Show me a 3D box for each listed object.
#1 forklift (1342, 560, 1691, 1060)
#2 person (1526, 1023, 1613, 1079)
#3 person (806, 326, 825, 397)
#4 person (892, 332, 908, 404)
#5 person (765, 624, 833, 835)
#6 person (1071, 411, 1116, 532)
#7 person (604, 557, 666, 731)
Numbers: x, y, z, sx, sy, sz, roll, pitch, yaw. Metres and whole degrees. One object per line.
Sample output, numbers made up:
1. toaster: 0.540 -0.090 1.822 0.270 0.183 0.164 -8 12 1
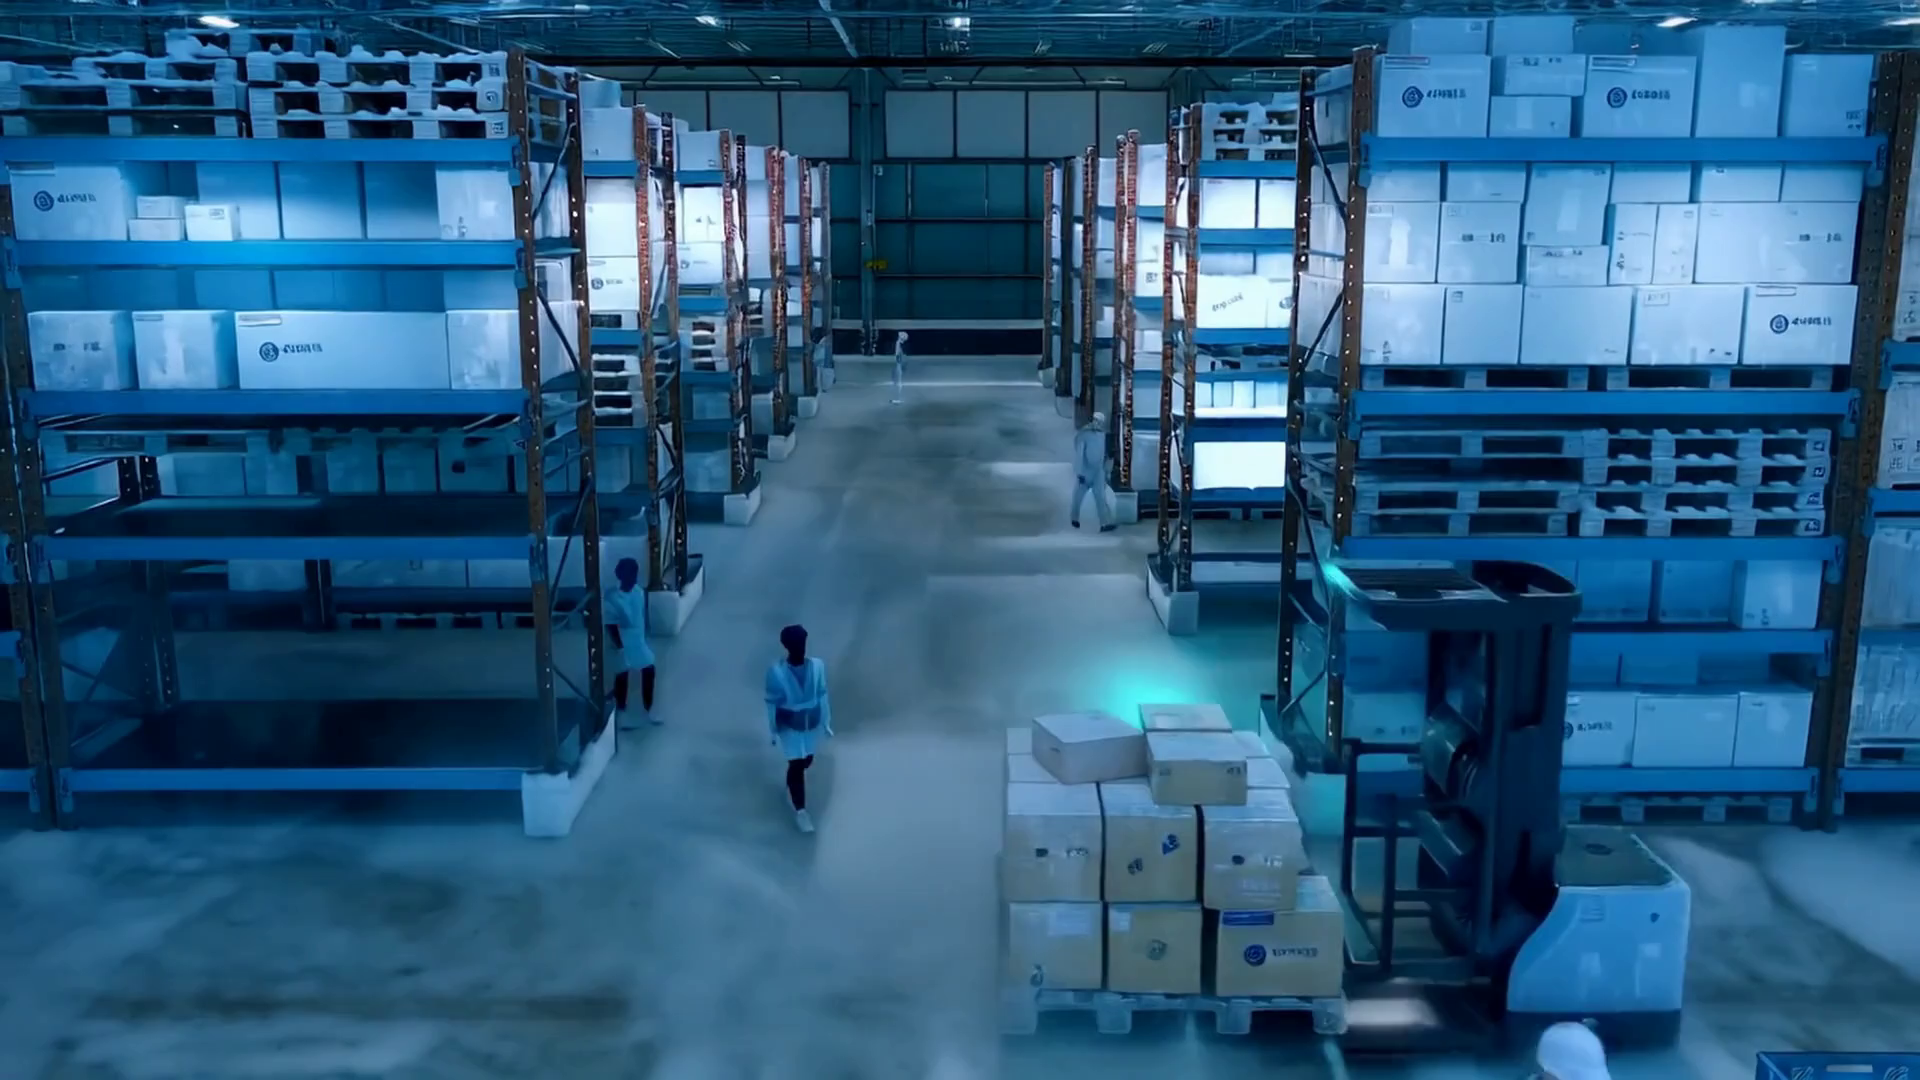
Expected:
1. forklift: 3.299 1.564 9.948 1.873 2.768 1.129 0 11 -1
2. person: 2.324 2.754 6.521 1.010 1.878 0.593 4 12 21
3. person: -3.770 -4.601 43.002 0.609 1.868 1.017 4 12 19
4. person: -1.506 -4.357 41.989 0.400 1.808 0.740 0 11 0
5. person: -1.342 1.465 13.455 0.528 1.667 0.801 -7 14 -32
6. person: 2.023 -1.056 25.504 0.679 1.839 0.992 -7 13 -32
7. person: -3.069 0.999 15.725 0.572 1.679 0.548 7 13 31
